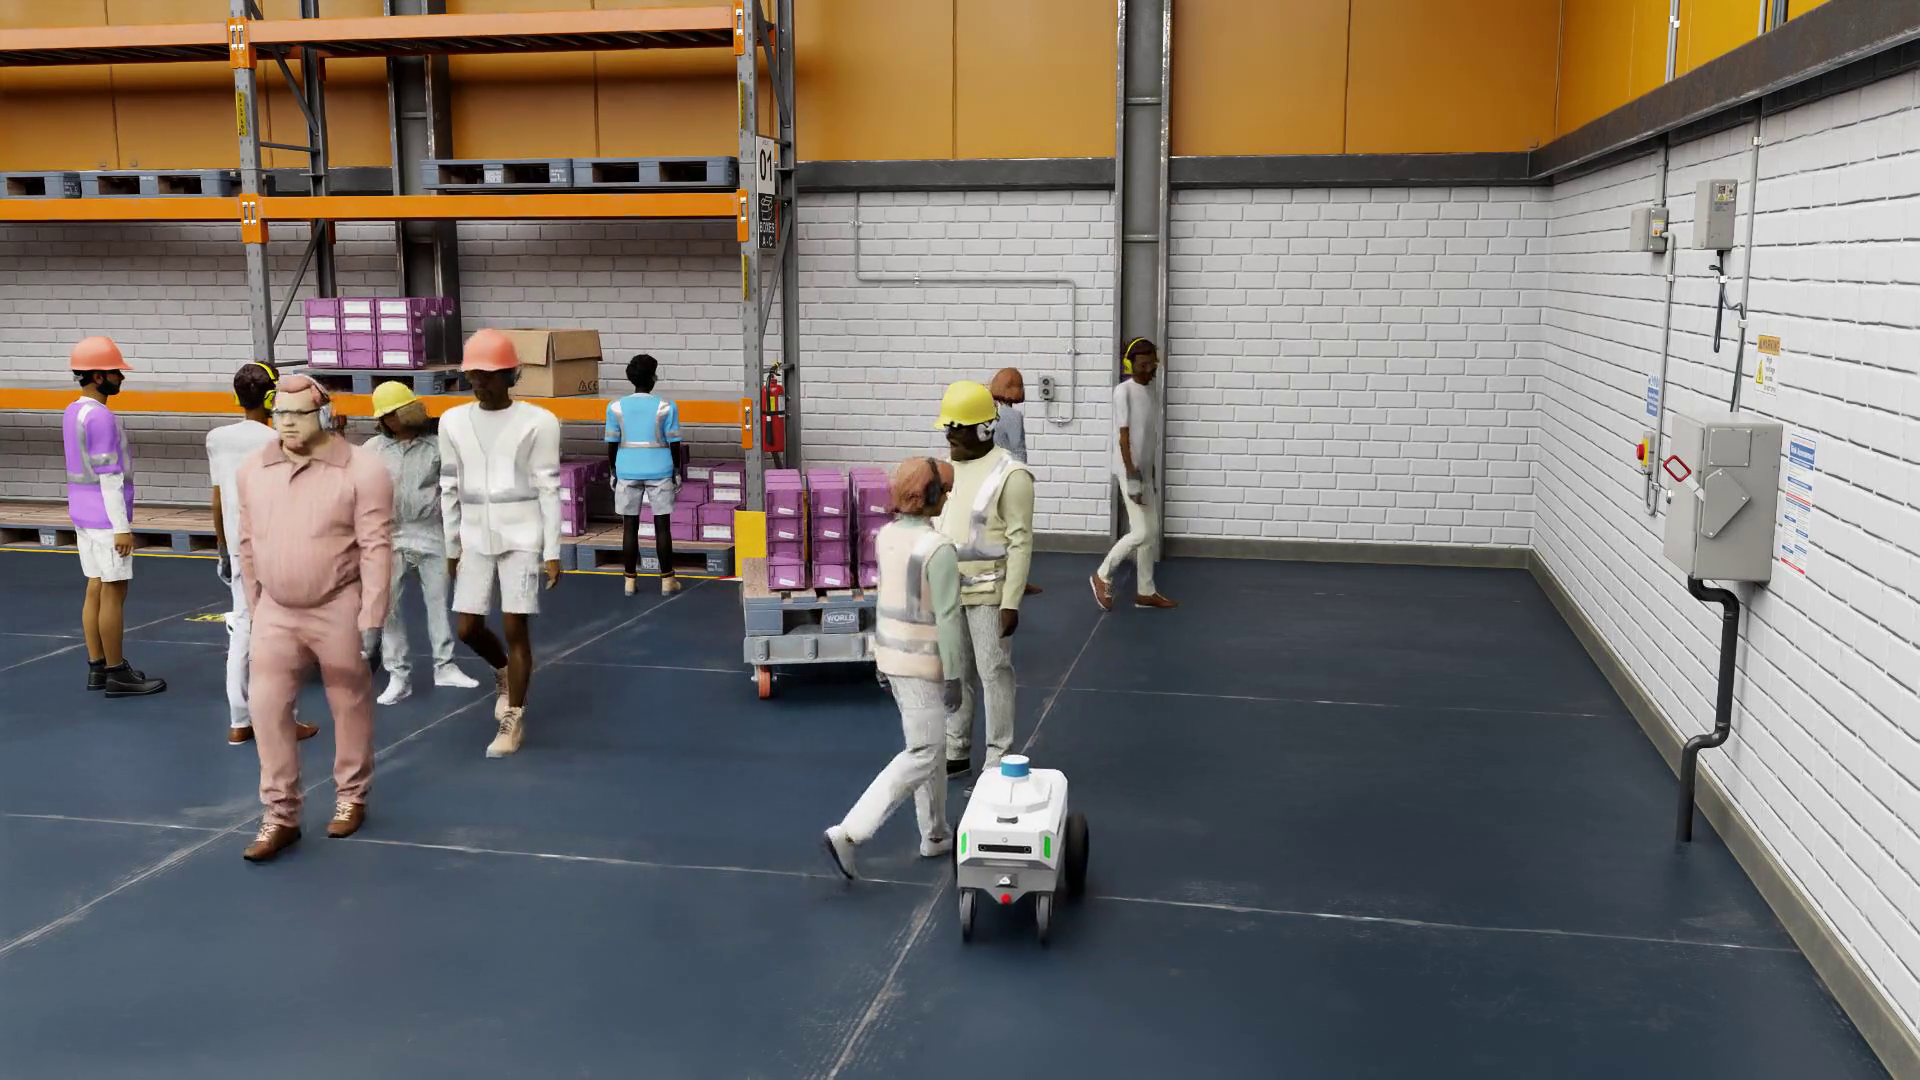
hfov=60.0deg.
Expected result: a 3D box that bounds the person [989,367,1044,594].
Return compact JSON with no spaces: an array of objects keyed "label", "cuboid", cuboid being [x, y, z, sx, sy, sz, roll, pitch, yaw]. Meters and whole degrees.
[{"label":"person","cuboid":[0.275,-0.390,11.520,0.642,1.616,0.505,-3,10,-16]}]

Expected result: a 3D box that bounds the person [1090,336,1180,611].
[{"label":"person","cuboid":[1.146,-0.432,11.075,0.480,1.848,0.576,6,11,32]}]

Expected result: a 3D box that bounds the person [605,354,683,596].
[{"label":"person","cuboid":[-2.205,-0.453,11.659,0.539,1.698,0.319,0,9,1]}]

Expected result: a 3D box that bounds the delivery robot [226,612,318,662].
[{"label":"delivery robot","cuboid":[-3.664,0.478,9.211,0.707,0.478,0.477,-7,12,-36]}]

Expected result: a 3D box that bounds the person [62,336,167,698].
[{"label":"person","cuboid":[-4.582,-0.121,8.948,0.357,1.938,0.542,-9,13,-43]}]

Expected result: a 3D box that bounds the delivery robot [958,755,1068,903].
[{"label":"delivery robot","cuboid":[0.197,1.017,5.966,0.477,0.478,0.707,1,10,7]}]

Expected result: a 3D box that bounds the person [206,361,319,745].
[{"label":"person","cuboid":[-3.358,0.074,8.014,0.515,1.866,0.333,2,10,13]}]

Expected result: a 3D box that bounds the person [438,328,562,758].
[{"label":"person","cuboid":[-2.172,0.002,7.942,0.616,2.025,0.561,1,9,7]}]

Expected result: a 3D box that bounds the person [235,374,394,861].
[{"label":"person","cuboid":[-2.570,0.304,6.523,0.663,1.879,0.782,0,9,2]}]

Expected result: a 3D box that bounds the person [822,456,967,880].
[{"label":"person","cuboid":[-0.228,0.487,6.270,0.691,1.612,0.549,-6,11,-30]}]

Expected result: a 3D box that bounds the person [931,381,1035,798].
[{"label":"person","cuboid":[0.050,0.215,7.274,0.403,1.822,0.588,-8,13,-41]}]

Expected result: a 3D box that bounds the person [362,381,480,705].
[{"label":"person","cuboid":[-2.907,0.007,8.855,0.589,1.701,0.549,-2,10,-14]}]
